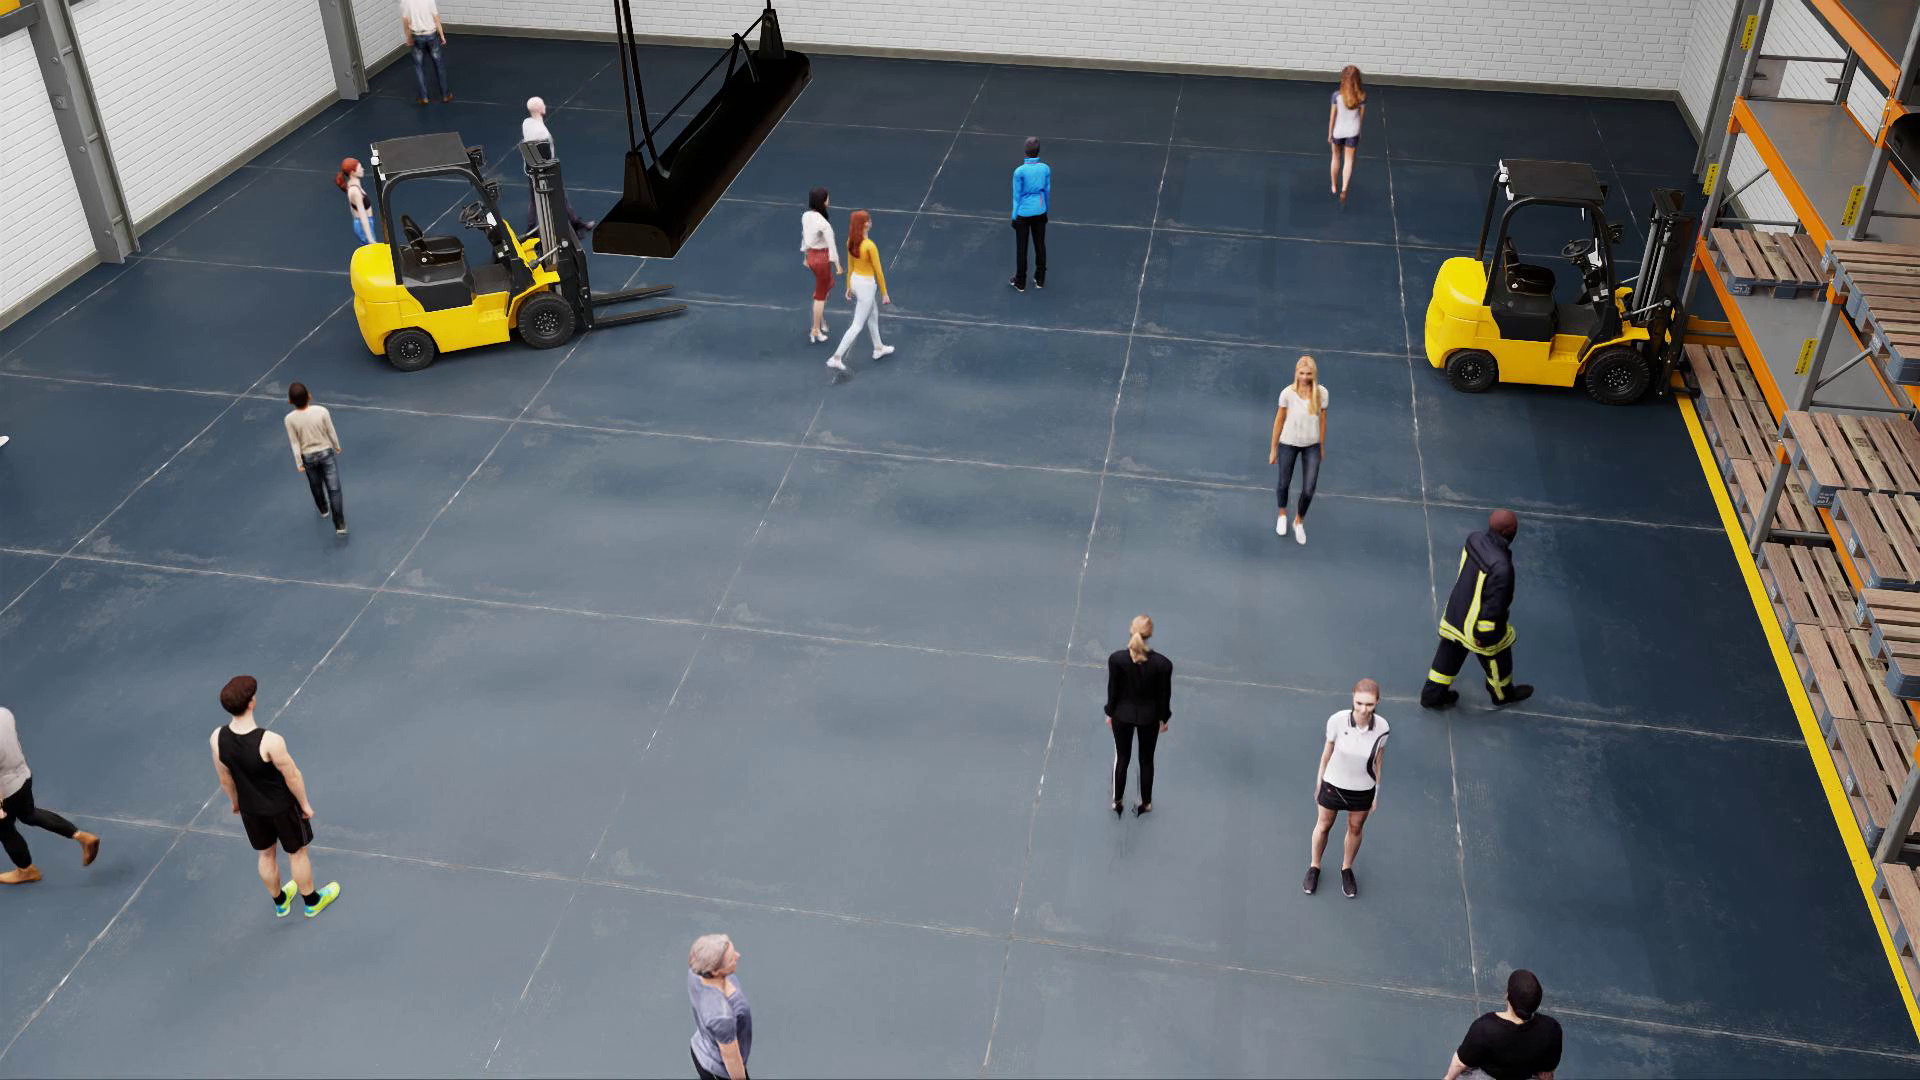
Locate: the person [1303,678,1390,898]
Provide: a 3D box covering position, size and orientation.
[{"bbox_3d":[2.557,1.621,10.957,0.560,1.752,0.551,5,34,7],"label":"person"}]

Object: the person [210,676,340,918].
[{"bbox_3d":[-4.470,1.685,10.735,0.703,1.891,0.571,3,34,5],"label":"person"}]

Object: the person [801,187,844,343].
[{"bbox_3d":[-1.563,-2.899,17.770,0.790,1.738,0.725,-20,39,-27],"label":"person"}]

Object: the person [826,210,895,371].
[{"bbox_3d":[-1.064,-2.541,17.252,1.205,1.715,1.077,-28,43,-35],"label":"person"}]

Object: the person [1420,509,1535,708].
[{"bbox_3d":[3.826,0.553,12.530,1.085,1.788,1.159,-8,35,-12],"label":"person"}]

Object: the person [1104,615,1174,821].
[{"bbox_3d":[1.223,1.248,11.564,0.610,1.701,0.502,5,34,8],"label":"person"}]

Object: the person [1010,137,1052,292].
[{"bbox_3d":[0.813,-3.715,18.945,0.687,1.796,0.709,-13,36,-19],"label":"person"}]

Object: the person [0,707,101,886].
[{"bbox_3d":[-6.227,1.623,10.999,0.777,1.703,0.929,-1,34,-1],"label":"person"}]

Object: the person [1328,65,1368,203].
[{"bbox_3d":[4.917,-5.139,21.164,0.586,1.711,0.968,5,34,8],"label":"person"}]

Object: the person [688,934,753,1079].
[{"bbox_3d":[-1.294,2.822,9.032,0.797,1.883,0.703,-14,36,-20],"label":"person"}]

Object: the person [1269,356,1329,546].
[{"bbox_3d":[2.971,-0.851,14.638,0.661,1.796,0.688,3,34,4],"label":"person"}]

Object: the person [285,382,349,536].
[{"bbox_3d":[-5.674,-0.702,14.729,0.864,1.445,1.067,-11,35,-16],"label":"person"}]

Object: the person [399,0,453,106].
[{"bbox_3d":[-7.860,-7.287,24.288,0.902,1.831,0.961,0,34,0],"label":"person"}]

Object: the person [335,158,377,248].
[{"bbox_3d":[-6.596,-3.378,18.449,0.739,1.784,0.671,-17,37,-24],"label":"person"}]

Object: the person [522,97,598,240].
[{"bbox_3d":[-5.093,-4.379,19.944,1.228,1.796,1.105,-28,42,-35],"label":"person"}]

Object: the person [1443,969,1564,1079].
[{"bbox_3d":[2.892,3.040,8.847,0.831,1.724,1.086,-3,34,-4],"label":"person"}]
